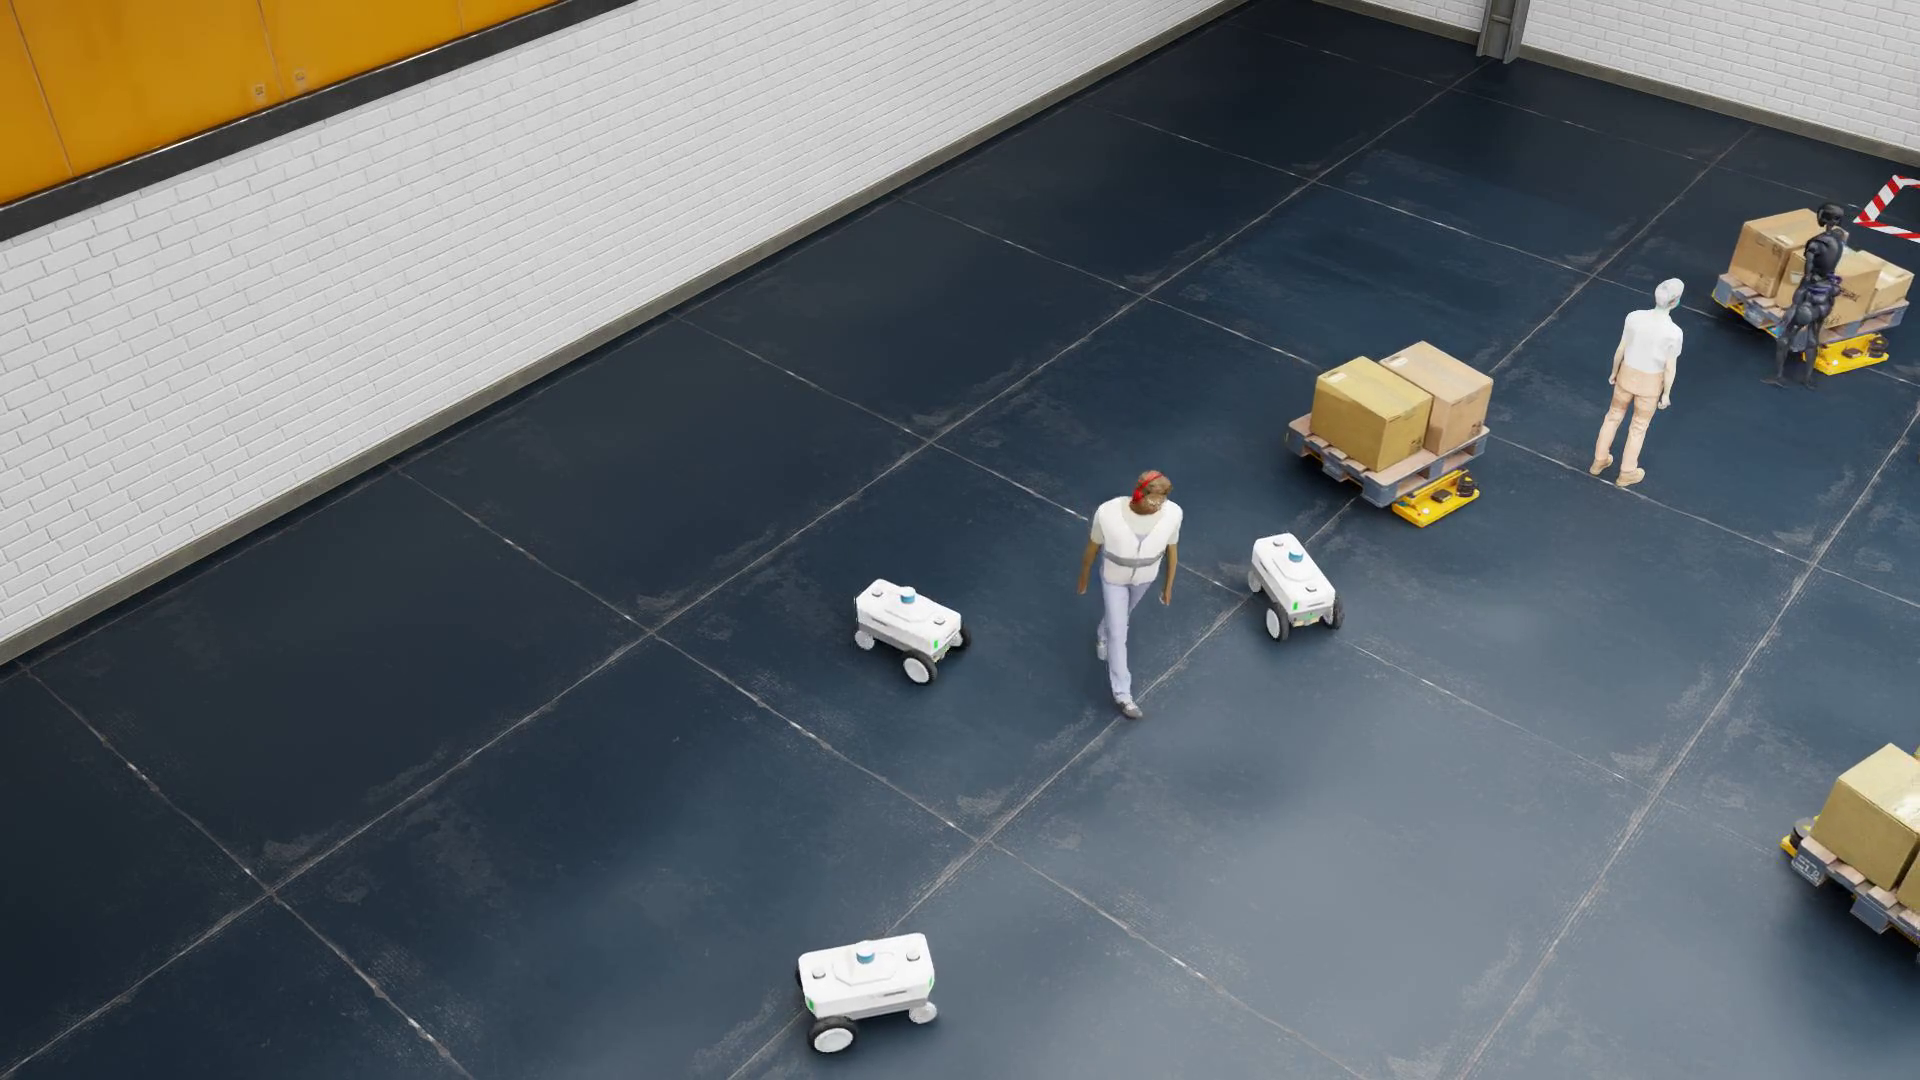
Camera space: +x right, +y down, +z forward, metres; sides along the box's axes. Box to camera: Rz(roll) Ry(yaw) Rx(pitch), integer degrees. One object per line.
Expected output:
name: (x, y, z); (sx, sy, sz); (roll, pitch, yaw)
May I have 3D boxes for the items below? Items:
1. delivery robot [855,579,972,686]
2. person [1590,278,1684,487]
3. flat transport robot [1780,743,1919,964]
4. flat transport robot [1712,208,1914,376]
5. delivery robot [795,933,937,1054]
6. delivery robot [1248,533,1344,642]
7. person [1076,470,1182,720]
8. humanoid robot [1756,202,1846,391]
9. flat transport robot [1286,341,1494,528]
delivery robot: (-0.332, 0.591, 11.336); (0.799, 0.608, 0.499); (23, 44, 26)
person: (5.157, -1.200, 12.598); (0.302, 1.744, 0.493); (-29, 47, -31)
flat transport robot: (5.633, 2.065, 9.724); (0.659, 0.231, 1.431); (-22, 44, -25)
flat transport robot: (7.418, -1.939, 14.693); (0.659, 0.231, 1.431); (-14, 41, -17)
delivery robot: (-0.517, 2.408, 9.060); (0.773, 0.582, 0.499); (-8, 40, -10)
delivery robot: (2.332, 0.302, 11.678); (0.499, 0.587, 0.788); (-11, 40, -13)
person: (1.084, 0.255, 10.767); (0.632, 1.772, 0.991); (-7, 39, -8)
humanoid robot: (7.003, -1.971, 13.619); (0.608, 1.629, 0.454); (-27, 46, -30)
flat transport robot: (3.310, -0.623, 13.060); (0.659, 0.231, 1.431); (-25, 45, -28)
